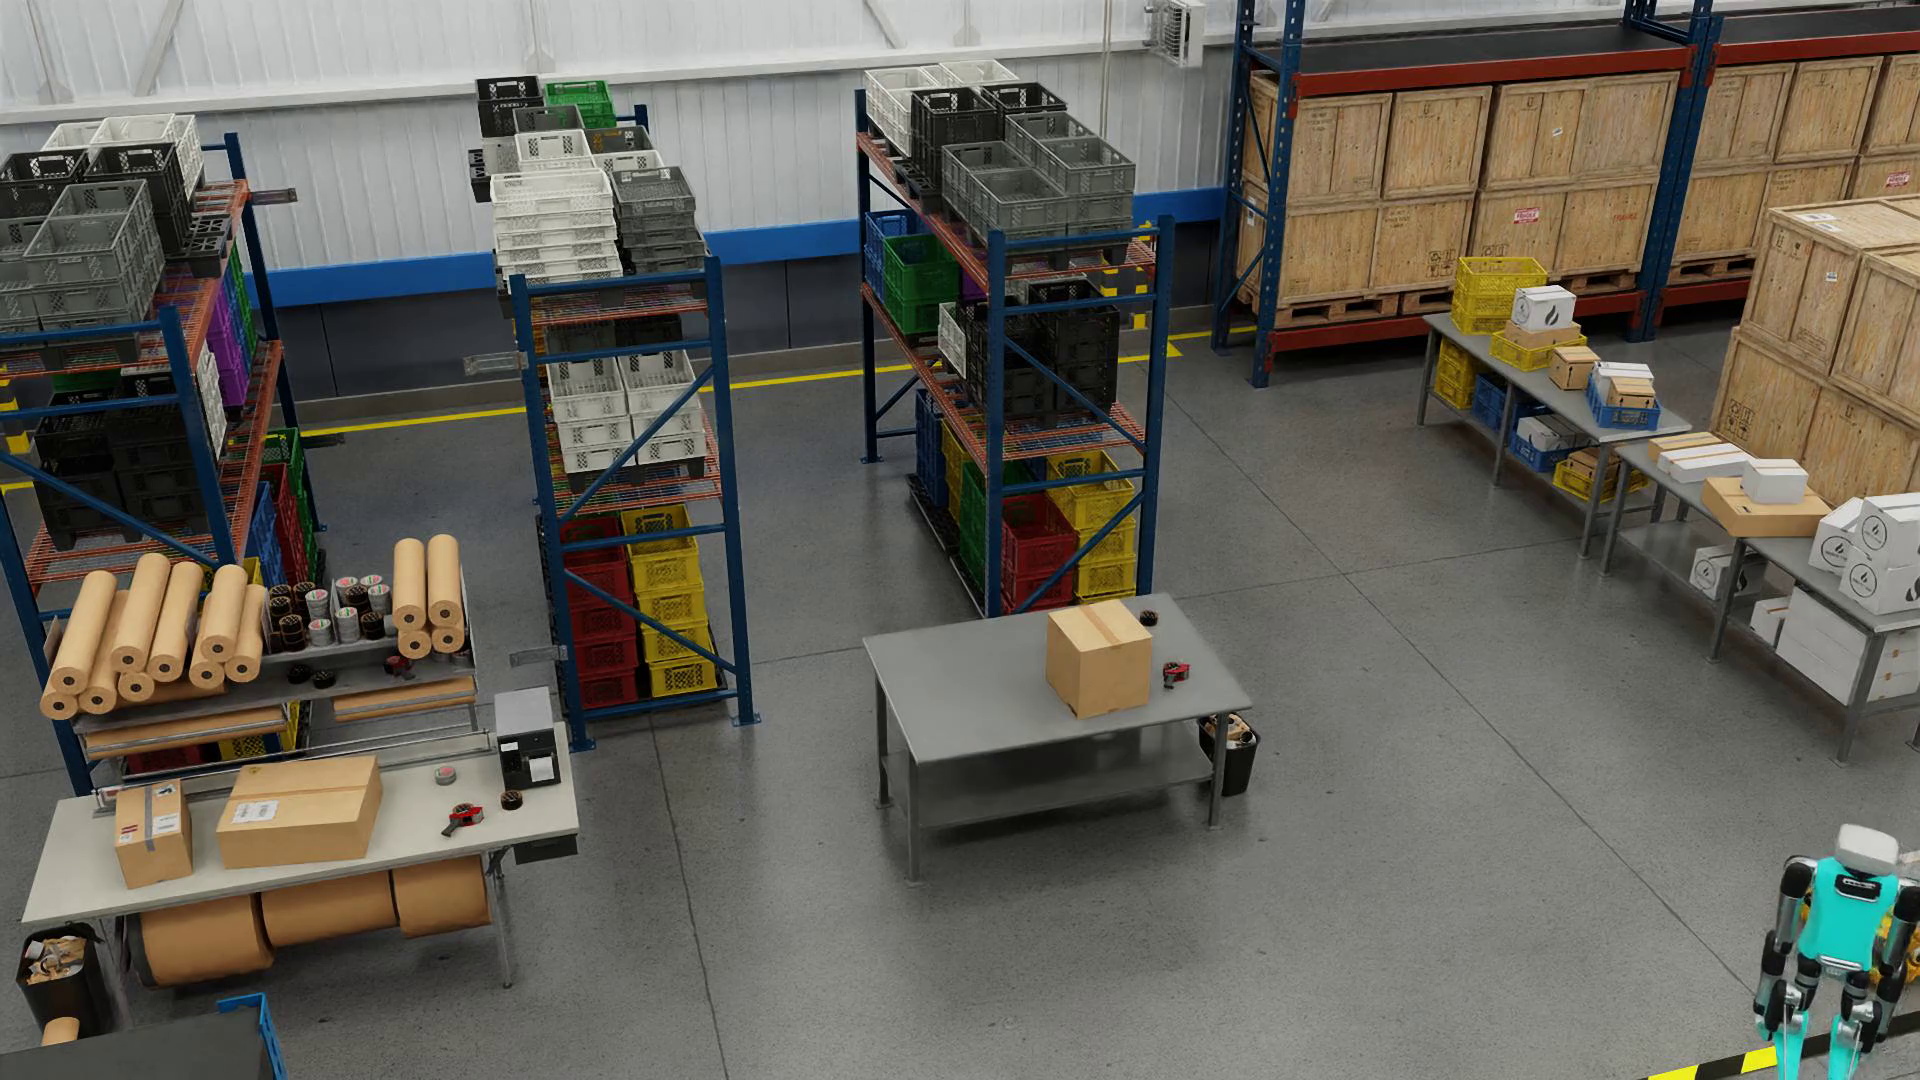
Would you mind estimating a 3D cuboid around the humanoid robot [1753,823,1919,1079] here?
[{"bbox_3d":[3.554,2.085,6.850,0.551,1.769,0.800,11,31,19],"label":"humanoid robot"}]

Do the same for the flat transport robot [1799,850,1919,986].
[{"bbox_3d":[5.163,1.916,8.676,1.431,0.231,0.659,-8,30,-14],"label":"flat transport robot"}]
